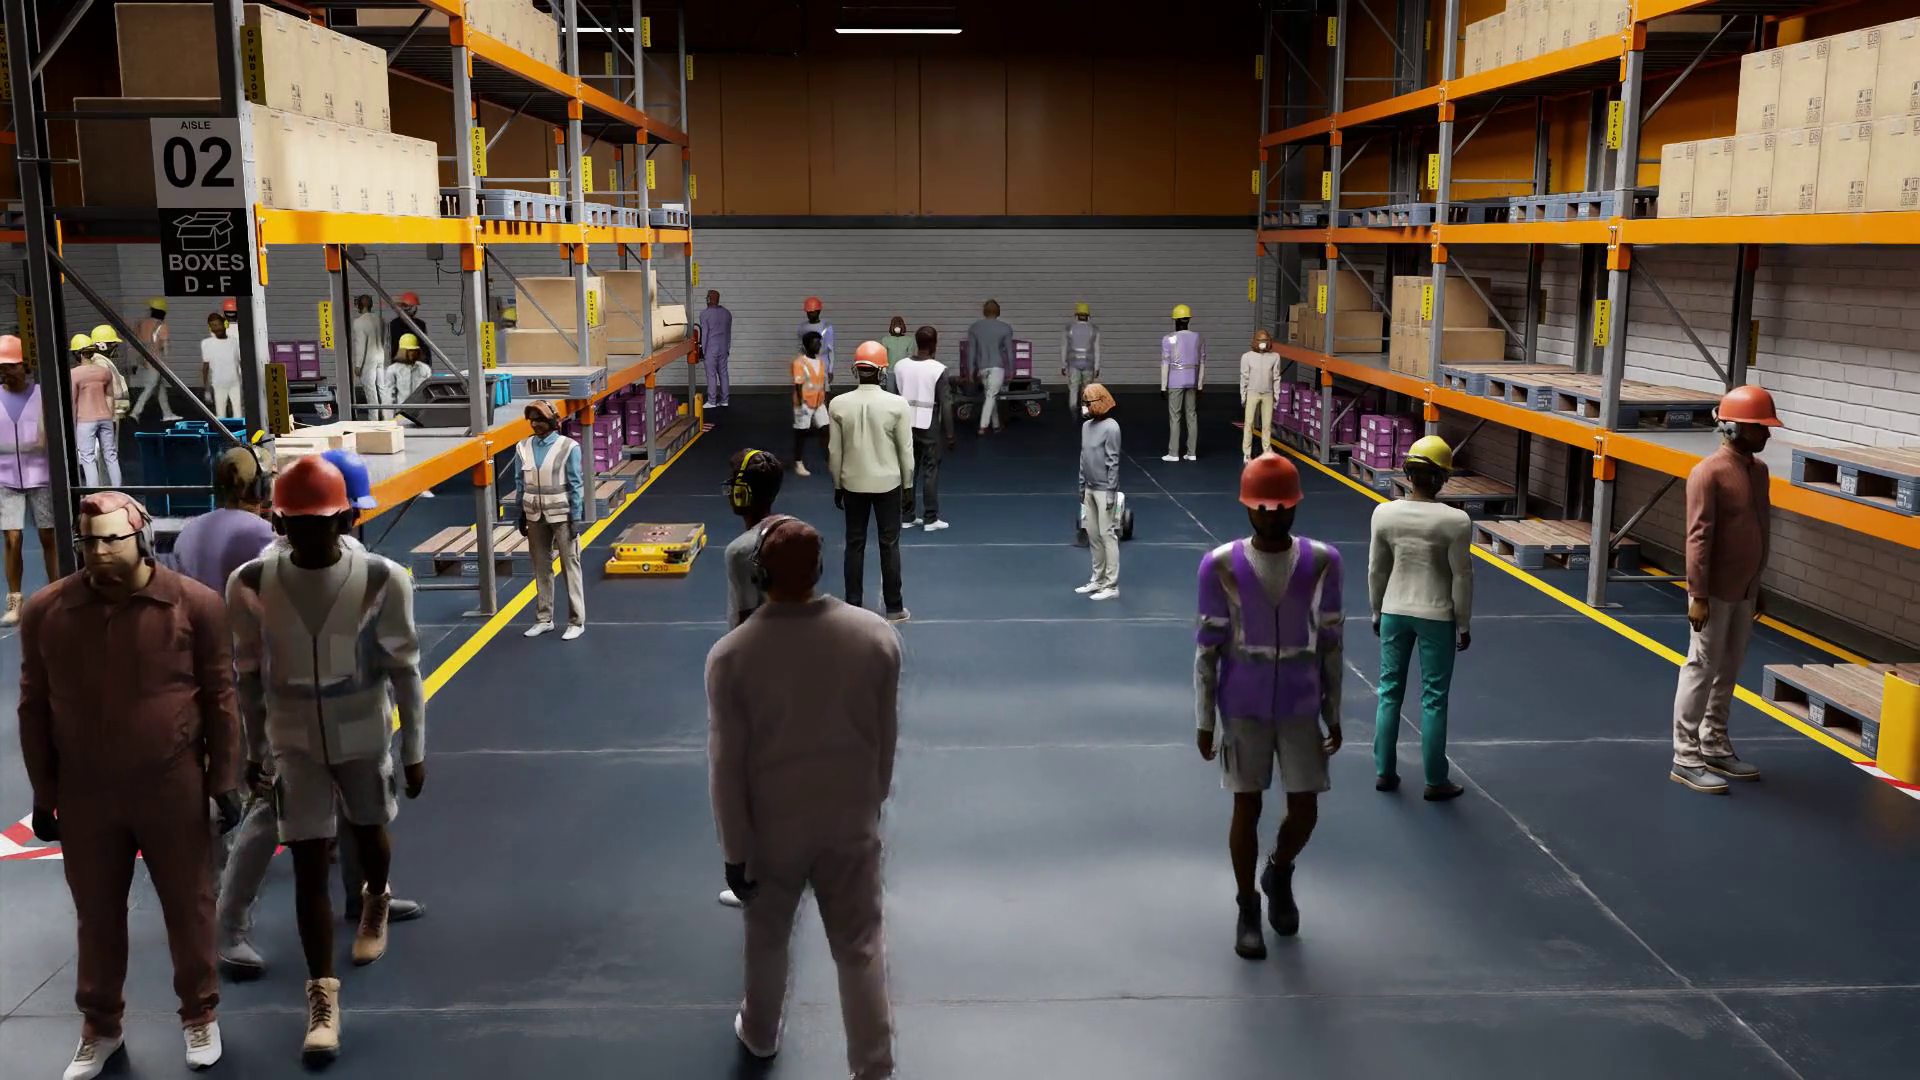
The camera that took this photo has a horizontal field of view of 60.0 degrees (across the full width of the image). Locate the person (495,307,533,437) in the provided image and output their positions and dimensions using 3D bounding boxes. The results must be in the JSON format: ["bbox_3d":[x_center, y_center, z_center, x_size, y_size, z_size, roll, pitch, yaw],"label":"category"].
[{"bbox_3d":[-6.092,-2.242,22.497,0.599,1.808,0.776,3,11,16],"label":"person"}]

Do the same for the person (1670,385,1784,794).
[{"bbox_3d":[3.776,0.234,8.173,0.623,1.991,0.390,-8,13,-37],"label":"person"}]

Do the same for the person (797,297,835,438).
[{"bbox_3d":[-1.989,-2.350,22.735,0.551,1.932,0.378,4,11,19],"label":"person"}]

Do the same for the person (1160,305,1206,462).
[{"bbox_3d":[2.711,-1.914,20.363,0.588,1.919,0.401,-4,11,-21],"label":"person"}]

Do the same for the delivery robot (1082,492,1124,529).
[{"bbox_3d":[1.275,-0.282,14.797,0.477,0.478,0.707,2,10,8],"label":"delivery robot"}]

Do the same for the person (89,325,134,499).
[{"bbox_3d":[-8.776,-1.297,17.155,0.404,1.829,0.600,-6,12,-30],"label":"person"}]

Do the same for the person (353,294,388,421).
[{"bbox_3d":[-8.409,-2.524,23.691,0.371,1.940,0.627,3,11,15],"label":"person"}]

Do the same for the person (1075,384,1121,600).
[{"bbox_3d":[1.040,-0.369,12.568,0.294,1.623,0.507,-5,11,-24],"label":"person"}]

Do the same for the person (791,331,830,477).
[{"bbox_3d":[-1.646,-1.533,18.914,0.686,1.668,0.552,10,14,44],"label":"person"}]

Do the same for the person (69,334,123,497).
[{"bbox_3d":[-8.767,-1.189,16.773,0.350,1.758,0.522,5,11,25],"label":"person"}]

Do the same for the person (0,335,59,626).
[{"bbox_3d":[-6.557,-0.414,11.656,0.614,2.039,0.392,-3,11,-18],"label":"person"}]

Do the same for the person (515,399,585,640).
[{"bbox_3d":[-2.772,-0.138,11.252,0.511,1.634,0.311,3,11,18],"label":"person"}]

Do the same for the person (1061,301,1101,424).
[{"bbox_3d":[1.771,-2.592,24.431,0.593,1.814,0.765,2,10,9],"label":"person"}]

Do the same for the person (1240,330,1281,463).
[{"bbox_3d":[3.646,-1.743,20.223,0.504,1.626,0.283,-1,10,-6],"label":"person"}]

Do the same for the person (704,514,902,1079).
[{"bbox_3d":[-0.470,0.854,5.130,0.634,1.862,1.009,-4,11,-19],"label":"person"}]

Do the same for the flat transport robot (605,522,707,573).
[{"bbox_3d":[-2.538,0.051,13.993,0.652,0.197,1.431,0,10,-2],"label":"flat transport robot"}]

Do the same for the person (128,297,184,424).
[{"bbox_3d":[-11.991,-2.647,24.590,0.642,1.875,0.934,5,12,28],"label":"person"}]

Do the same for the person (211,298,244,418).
[{"bbox_3d":[-9.657,-2.251,22.172,0.547,1.938,0.377,-4,11,-22],"label":"person"}]

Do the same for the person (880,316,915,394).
[{"bbox_3d":[-0.882,-2.346,23.553,0.501,1.633,0.279,-1,10,-6],"label":"person"}]

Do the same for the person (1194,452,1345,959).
[{"bbox_3d":[1.151,0.624,6.206,0.565,1.918,0.403,1,10,3],"label":"person"}]

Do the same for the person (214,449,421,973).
[{"bbox_3d":[-2.471,0.621,6.257,0.587,1.914,0.831,3,11,15],"label":"person"}]

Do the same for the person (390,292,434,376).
[{"bbox_3d":[-7.659,-2.470,23.293,0.621,1.980,0.443,6,12,29],"label":"person"}]

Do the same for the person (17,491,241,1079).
[{"bbox_3d":[-2.652,0.787,5.334,0.640,1.910,0.401,-2,10,-13],"label":"person"}]

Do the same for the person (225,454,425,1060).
[{"bbox_3d":[-2.180,0.664,5.804,0.621,1.997,1.062,-2,10,-12],"label":"person"}]

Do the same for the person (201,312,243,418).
[{"bbox_3d":[-8.905,-1.853,20.225,0.549,1.848,0.649,-5,11,-26],"label":"person"}]

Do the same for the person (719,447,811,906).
[{"bbox_3d":[-0.800,0.560,6.704,0.335,1.873,0.520,5,11,25],"label":"person"}]

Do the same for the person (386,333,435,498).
[{"bbox_3d":[-5.747,-1.302,17.458,0.448,1.733,0.505,10,14,44],"label":"person"}]

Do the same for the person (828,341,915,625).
[{"bbox_3d":[-0.613,-0.389,11.642,0.609,1.995,0.375,2,10,10],"label":"person"}]

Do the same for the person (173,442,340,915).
[{"bbox_3d":[-2.795,0.542,6.758,0.648,1.879,1.036,6,12,29],"label":"person"}]

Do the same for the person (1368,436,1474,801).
[{"bbox_3d":[2.228,0.376,8.044,0.523,1.760,0.325,8,13,39],"label":"person"}]

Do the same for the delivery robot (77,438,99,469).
[{"bbox_3d":[-9.971,-1.015,18.879,0.707,0.478,0.477,-6,12,-29],"label":"delivery robot"}]

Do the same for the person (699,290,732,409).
[{"bbox_3d":[-3.977,-3.077,26.865,0.408,1.908,0.645,8,13,38],"label":"person"}]

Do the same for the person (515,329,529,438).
[{"bbox_3d":[-5.472,-2.054,21.373,0.625,1.836,0.428,-7,12,-34],"label":"person"}]

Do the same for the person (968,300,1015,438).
[{"bbox_3d":[0.424,-2.366,22.963,0.641,1.893,1.040,4,11,23],"label":"person"}]

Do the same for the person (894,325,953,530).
[{"bbox_3d":[-0.343,-1.036,15.483,0.605,1.911,0.424,7,12,33],"label":"person"}]
